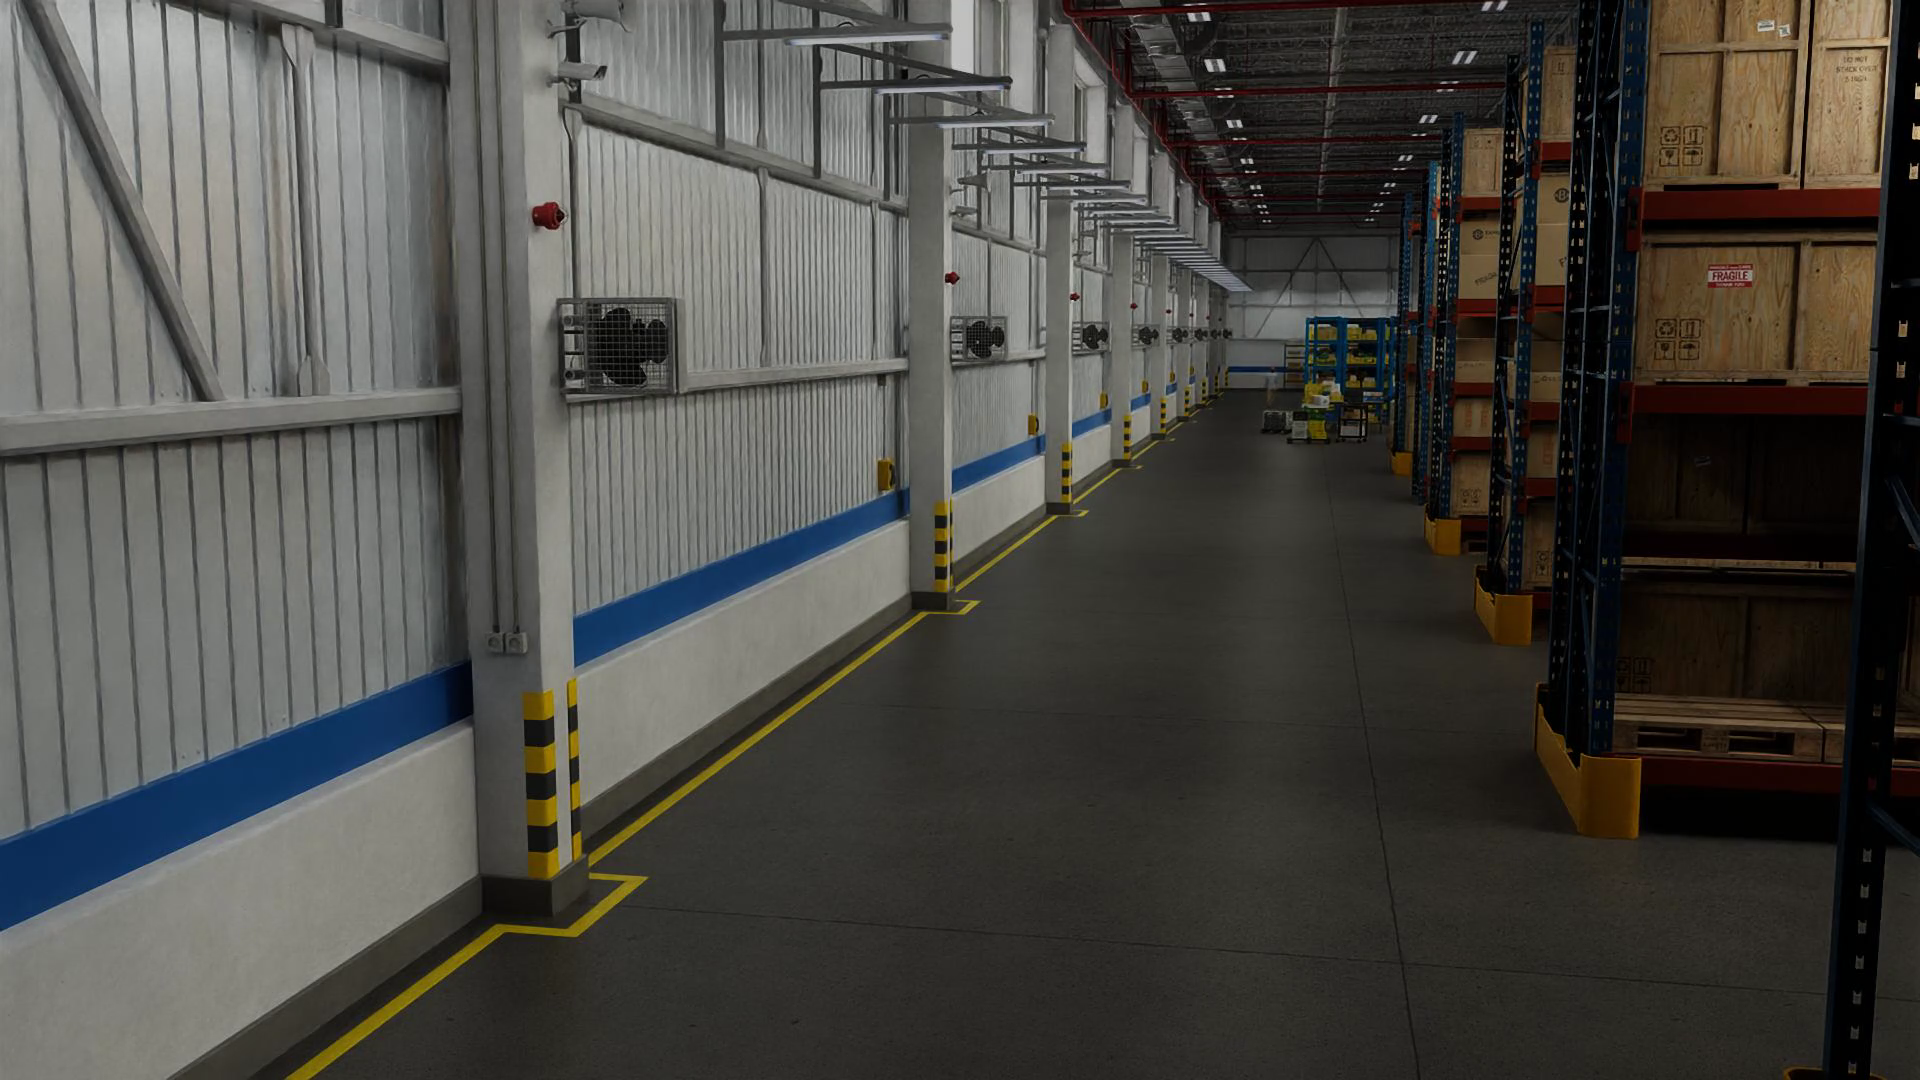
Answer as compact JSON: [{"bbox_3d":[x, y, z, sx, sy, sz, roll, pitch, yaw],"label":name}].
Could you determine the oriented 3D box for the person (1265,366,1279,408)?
[{"bbox_3d":[12.808,-6.287,68.242,0.570,1.736,0.611,2,7,17],"label":"person"}]
